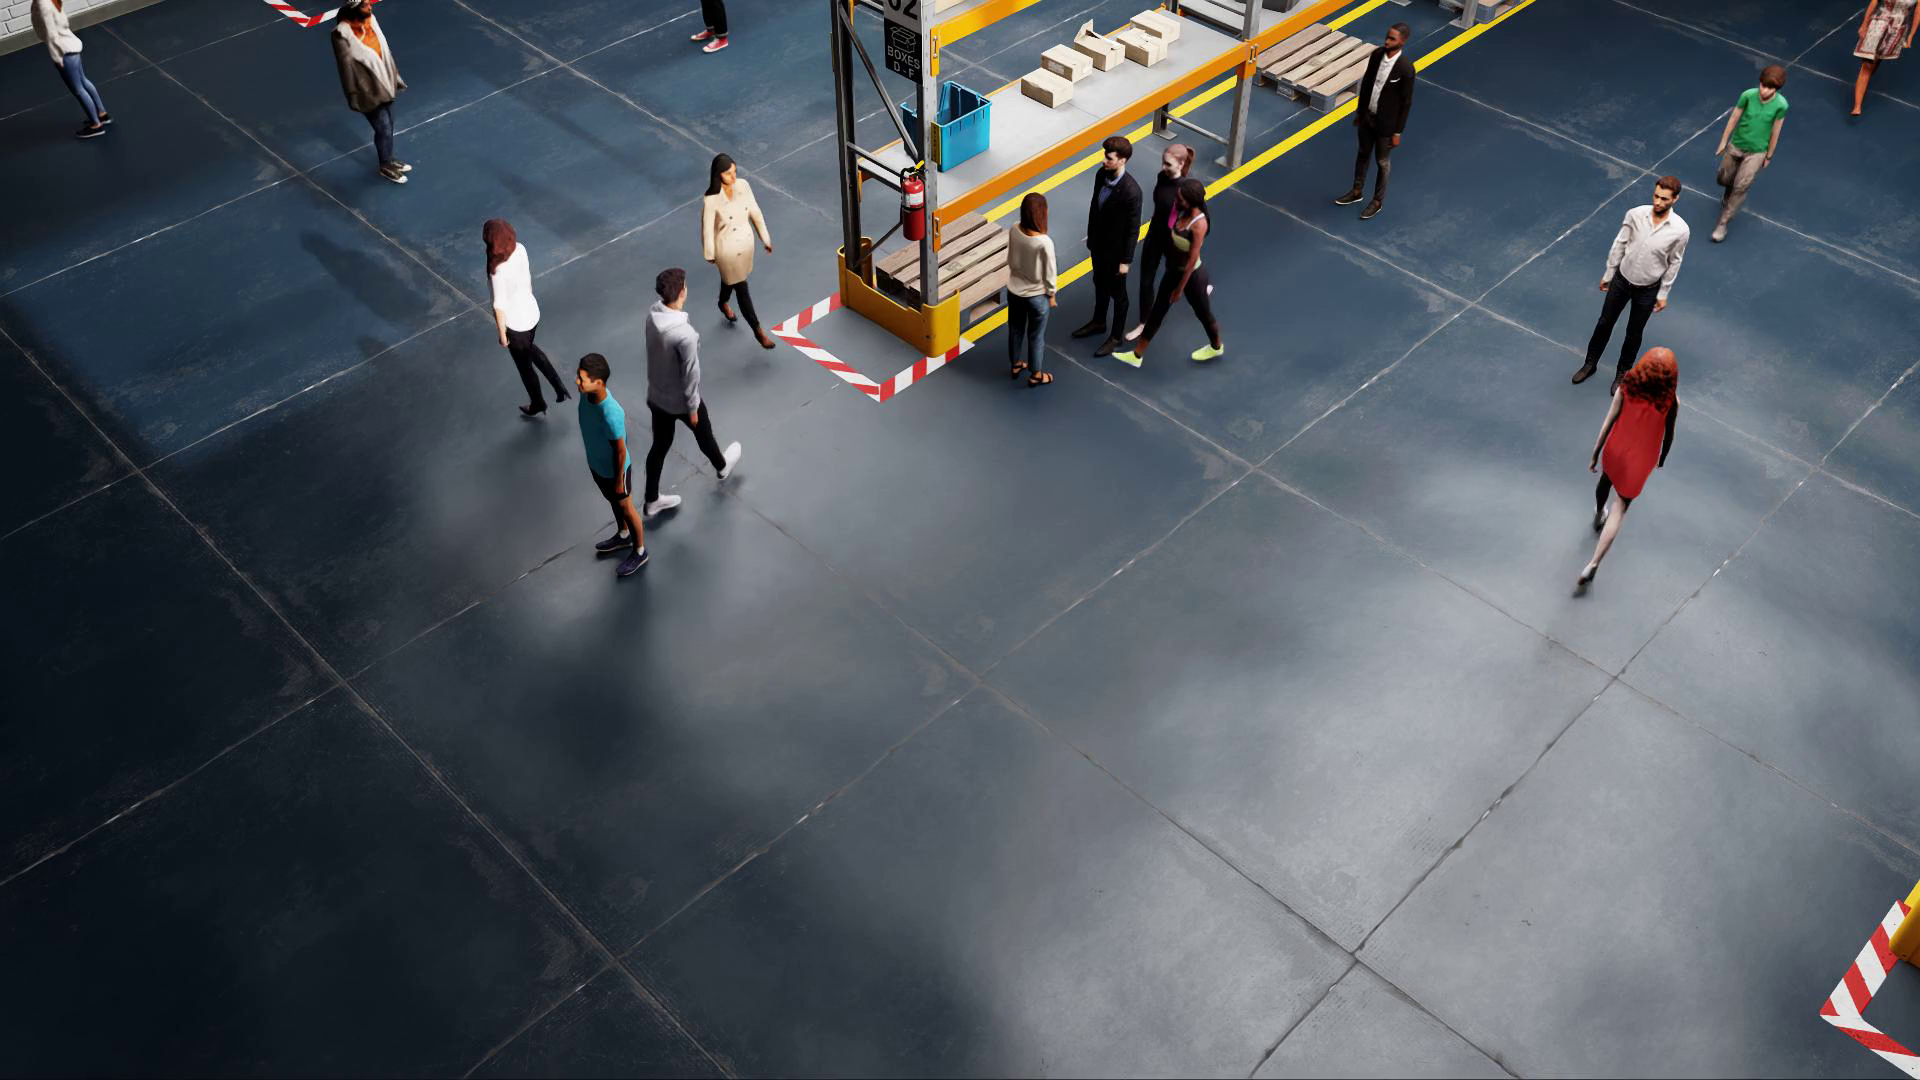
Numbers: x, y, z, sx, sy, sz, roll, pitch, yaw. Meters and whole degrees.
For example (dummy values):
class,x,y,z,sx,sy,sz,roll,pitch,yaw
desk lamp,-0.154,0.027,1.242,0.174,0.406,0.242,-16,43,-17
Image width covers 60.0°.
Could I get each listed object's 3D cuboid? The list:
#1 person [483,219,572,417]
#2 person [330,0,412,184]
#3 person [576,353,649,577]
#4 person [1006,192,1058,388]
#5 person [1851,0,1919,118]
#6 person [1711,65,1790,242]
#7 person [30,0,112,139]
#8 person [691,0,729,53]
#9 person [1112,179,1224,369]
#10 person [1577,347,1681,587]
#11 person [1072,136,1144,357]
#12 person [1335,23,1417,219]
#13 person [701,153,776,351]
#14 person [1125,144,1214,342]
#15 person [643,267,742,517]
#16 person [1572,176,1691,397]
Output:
class,x,y,z,sx,sy,sz,roll,pitch,yaw
person,-3.194,-1.615,12.418,0.825,1.787,0.759,11,45,12
person,-5.394,-4.157,15.016,0.897,1.883,0.773,14,45,14
person,-2.370,-0.532,11.288,0.574,1.777,0.646,-26,49,-25
person,0.533,-1.921,12.816,0.529,1.679,0.606,-34,53,-30
person,8.950,-4.957,16.058,0.928,1.605,1.158,13,45,13
person,6.861,-3.426,14.435,0.690,1.626,0.963,27,50,26
person,-8.409,-4.620,15.643,0.708,1.689,0.710,-13,45,-13
person,-2.587,-5.876,16.910,0.686,1.760,0.748,-22,48,-21
person,1.850,-2.028,12.914,1.230,1.699,0.941,-12,45,-12
person,4.482,-0.460,11.212,0.810,1.778,1.211,21,48,21
person,1.198,-2.340,13.102,0.675,1.894,0.733,-24,49,-23
person,3.692,-3.690,14.587,0.613,1.799,0.691,-26,50,-25
person,-1.873,-2.370,13.311,0.713,1.647,0.941,32,52,29
person,1.724,-2.402,13.294,1.096,1.716,0.679,-27,50,-26
person,-2.073,-0.952,11.665,1.170,1.866,0.766,-34,53,-31
person,5.169,-1.957,12.716,0.708,1.871,0.599,25,49,24
